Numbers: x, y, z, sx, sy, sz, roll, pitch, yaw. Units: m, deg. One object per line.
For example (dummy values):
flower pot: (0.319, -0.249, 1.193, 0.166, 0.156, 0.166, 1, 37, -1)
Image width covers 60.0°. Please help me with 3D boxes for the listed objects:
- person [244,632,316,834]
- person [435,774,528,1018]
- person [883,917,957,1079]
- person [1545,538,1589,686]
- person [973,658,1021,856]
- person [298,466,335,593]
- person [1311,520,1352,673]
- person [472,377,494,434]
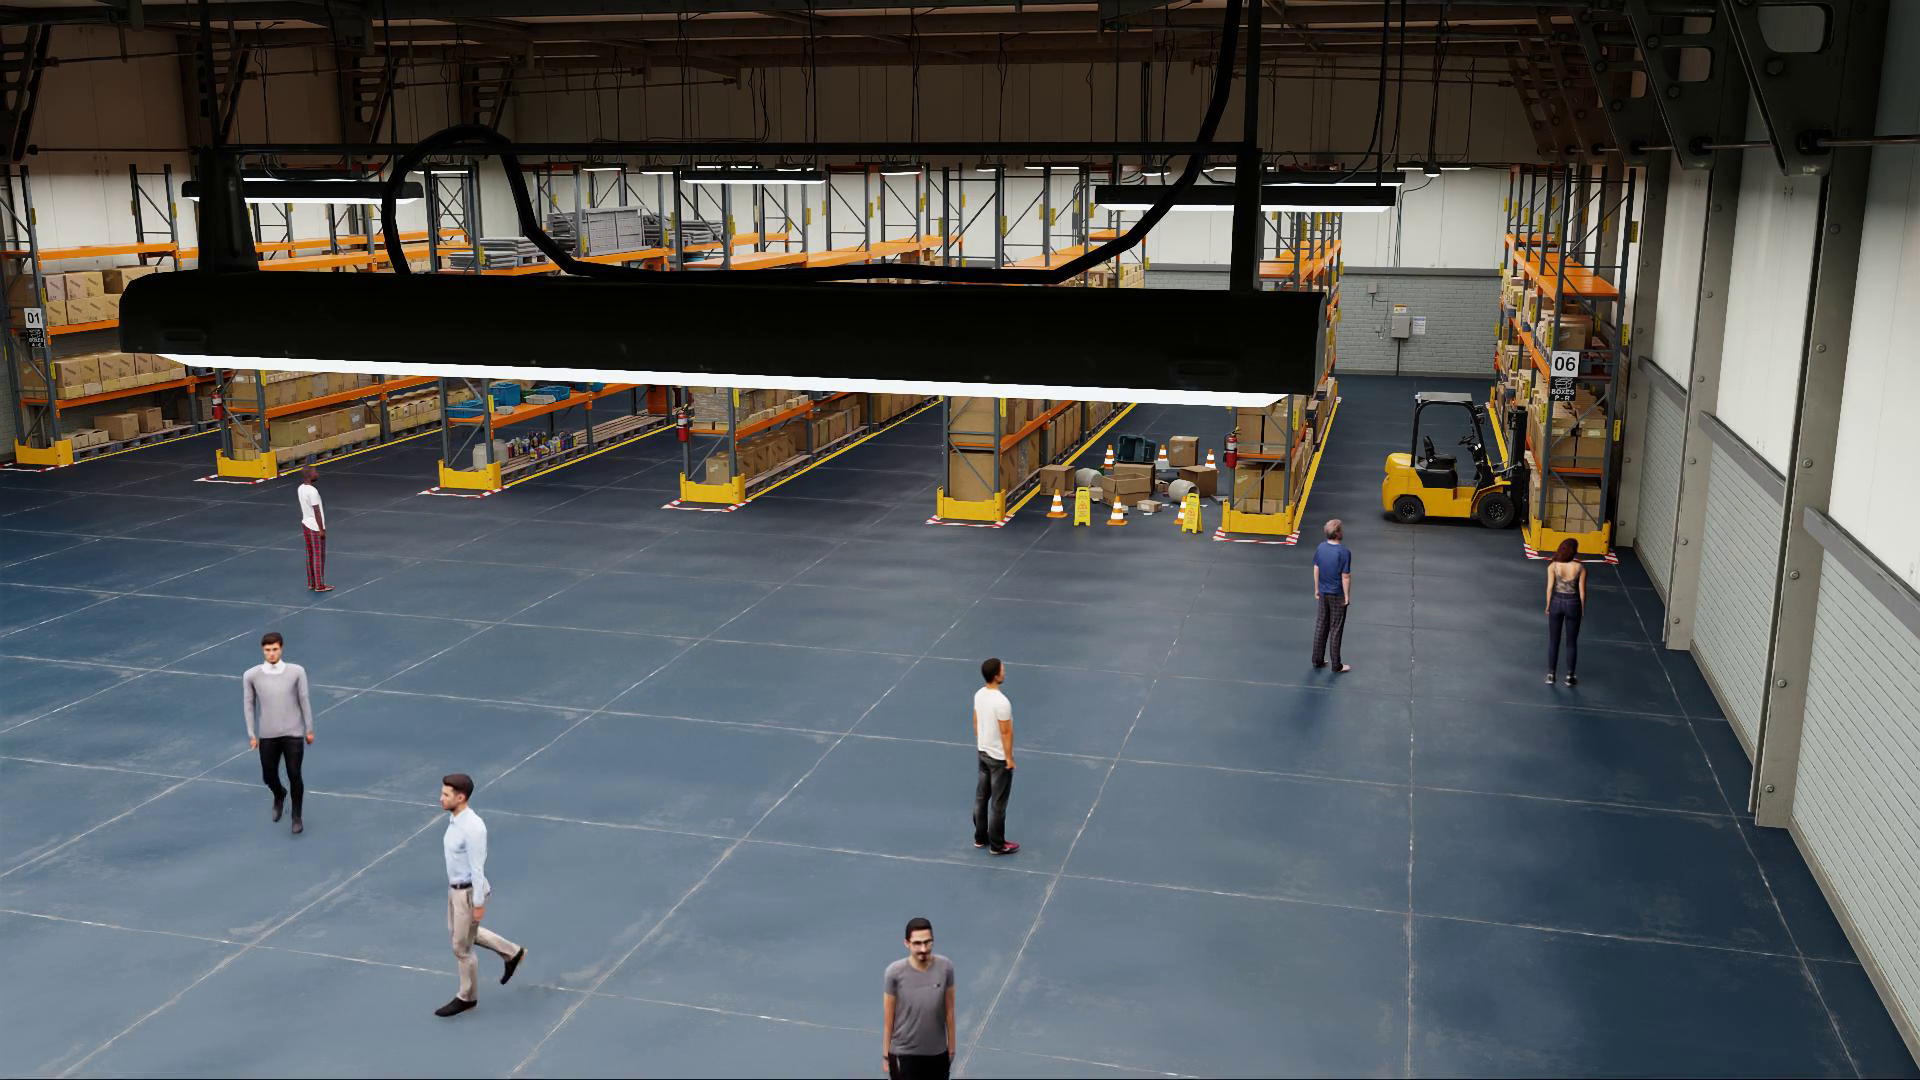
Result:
person: (-6.337, 1.770, 15.567, 0.964, 1.908, 1.036, -4, 14, -16)
person: (-3.544, 2.586, 12.228, 1.087, 1.824, 0.988, -9, 16, -35)
person: (-0.273, 3.102, 10.201, 0.918, 1.735, 1.057, -4, 14, -16)
person: (7.238, 0.842, 19.884, 0.645, 1.769, 0.598, 6, 14, 24)
person: (0.296, 1.940, 15.063, 0.760, 1.804, 0.719, -9, 16, -33)
person: (-9.392, -0.180, 24.147, 0.723, 1.836, 0.735, -13, 18, -43)
person: (4.565, 0.672, 20.394, 0.740, 1.870, 0.739, -11, 17, -41)
person: (-10.909, -3.282, 37.853, 0.602, 1.697, 0.717, 3, 13, 11)
